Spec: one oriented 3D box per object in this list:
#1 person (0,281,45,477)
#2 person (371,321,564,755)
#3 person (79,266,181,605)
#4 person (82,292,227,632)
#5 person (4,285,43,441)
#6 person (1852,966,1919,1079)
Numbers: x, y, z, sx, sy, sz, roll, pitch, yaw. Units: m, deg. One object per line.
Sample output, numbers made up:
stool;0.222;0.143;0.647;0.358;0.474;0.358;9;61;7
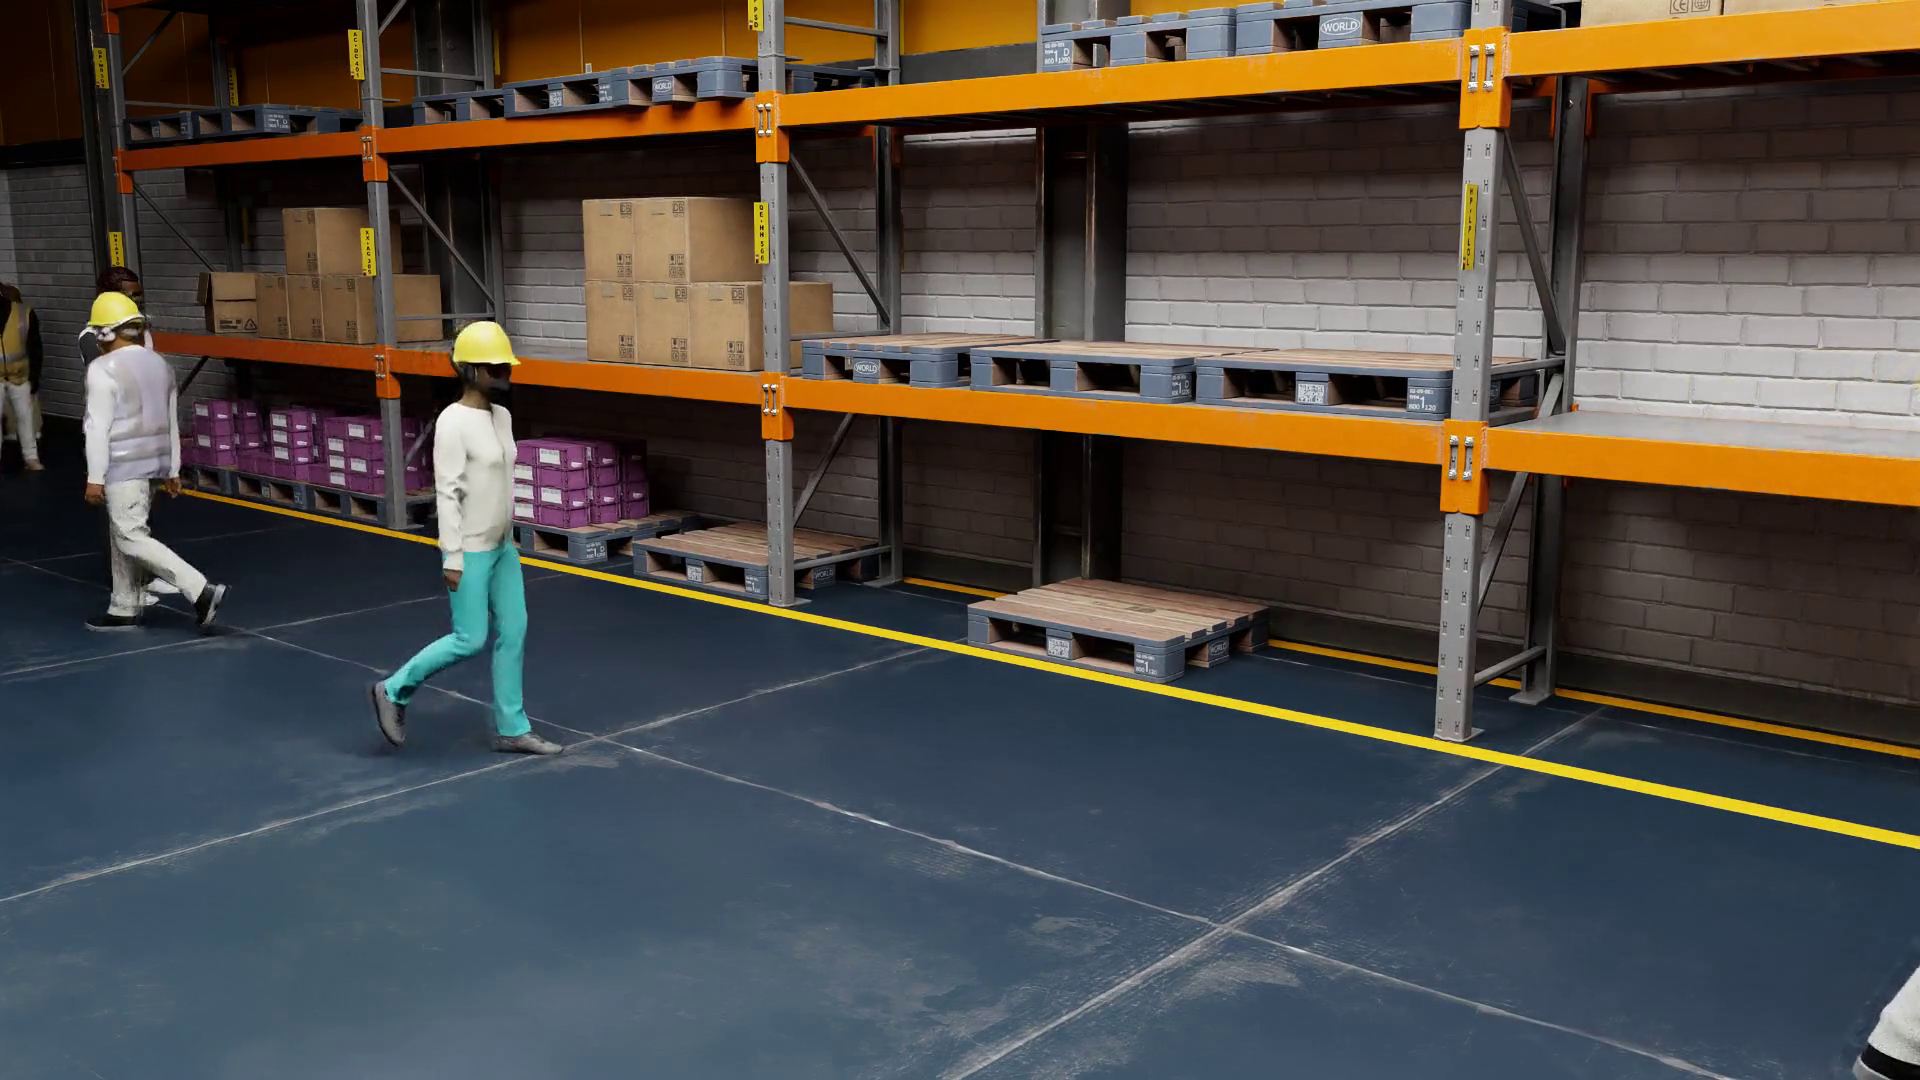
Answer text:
person;-8.530;-1.449;14.831;0.652;1.774;0.847;-6;12;-31
person;-1.963;0.011;6.550;0.660;1.745;0.532;2;10;11
person;-4.763;-0.594;9.510;0.388;1.919;0.594;0;10;0
person;-4.232;-0.382;8.633;0.777;1.804;0.584;1;10;4
person;-9.949;-1.860;17.529;0.501;1.633;0.279;-9;13;-41
person;2.576;0.484;3.766;0.914;1.789;0.598;5;11;26
